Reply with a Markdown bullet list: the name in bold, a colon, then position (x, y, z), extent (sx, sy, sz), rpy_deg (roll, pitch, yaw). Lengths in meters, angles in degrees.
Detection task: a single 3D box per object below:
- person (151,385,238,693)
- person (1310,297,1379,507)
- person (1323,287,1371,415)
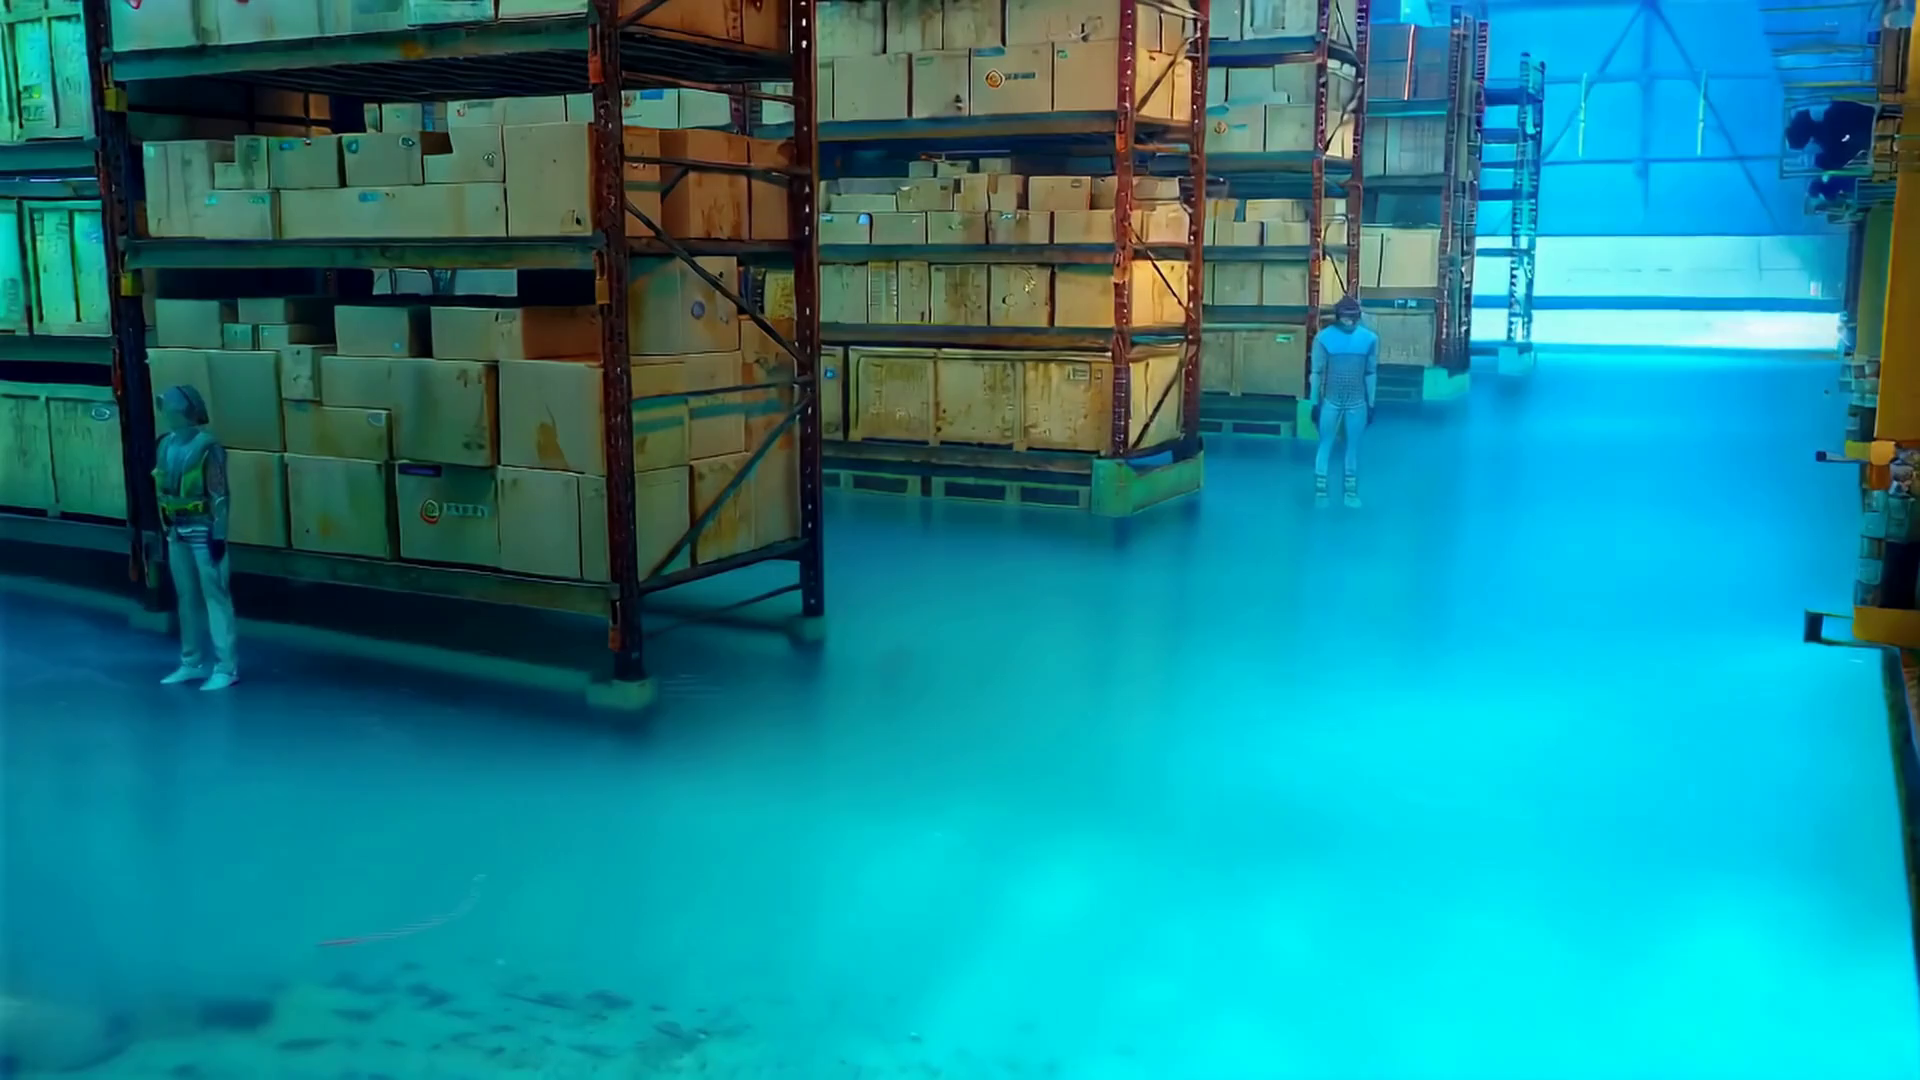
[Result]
- **person**: position (-4.089, -0.009, 8.888), extent (0.513, 1.640, 0.309), rpy_deg (6, 11, 29)
- **person**: position (3.521, -1.261, 15.281), extent (0.635, 1.934, 0.351), rpy_deg (-1, 10, -6)
- **person**: position (5.430, -2.642, 23.494), extent (1.001, 1.853, 0.655), rpy_deg (9, 13, 41)
